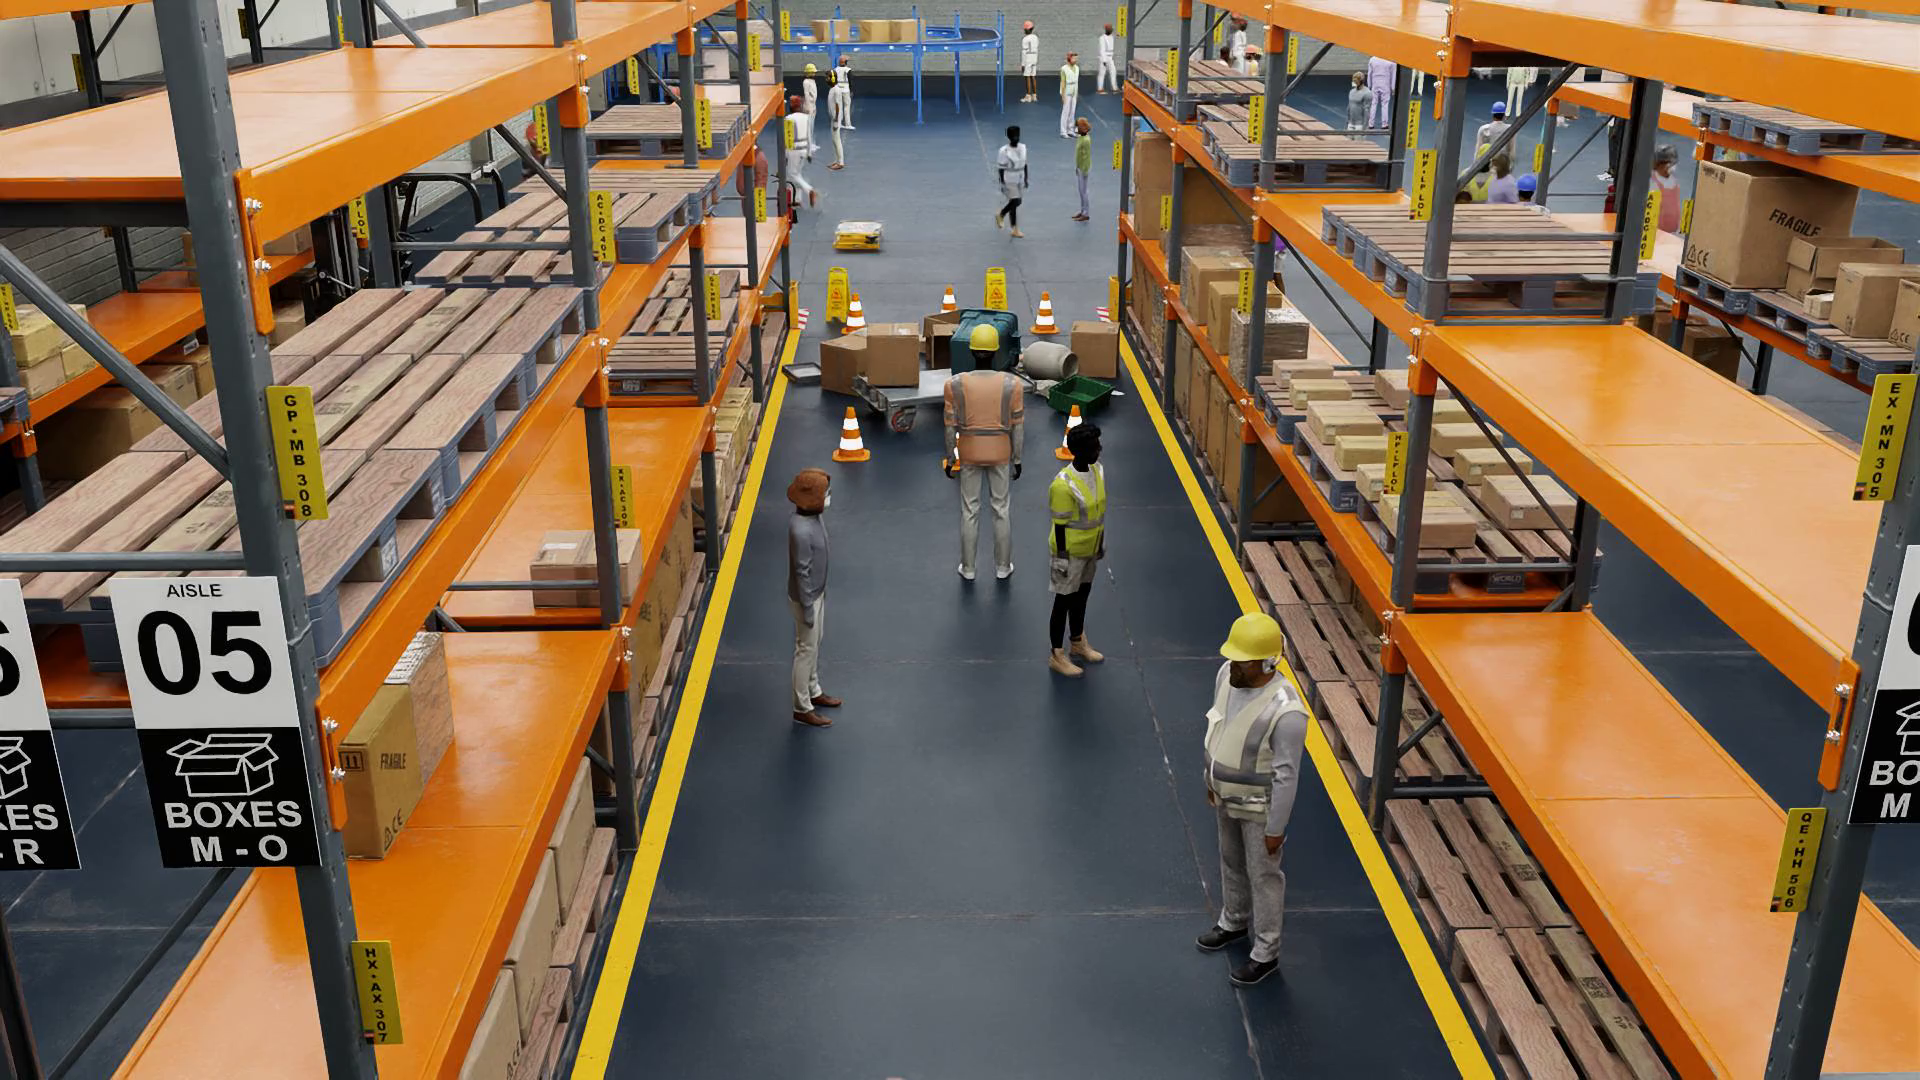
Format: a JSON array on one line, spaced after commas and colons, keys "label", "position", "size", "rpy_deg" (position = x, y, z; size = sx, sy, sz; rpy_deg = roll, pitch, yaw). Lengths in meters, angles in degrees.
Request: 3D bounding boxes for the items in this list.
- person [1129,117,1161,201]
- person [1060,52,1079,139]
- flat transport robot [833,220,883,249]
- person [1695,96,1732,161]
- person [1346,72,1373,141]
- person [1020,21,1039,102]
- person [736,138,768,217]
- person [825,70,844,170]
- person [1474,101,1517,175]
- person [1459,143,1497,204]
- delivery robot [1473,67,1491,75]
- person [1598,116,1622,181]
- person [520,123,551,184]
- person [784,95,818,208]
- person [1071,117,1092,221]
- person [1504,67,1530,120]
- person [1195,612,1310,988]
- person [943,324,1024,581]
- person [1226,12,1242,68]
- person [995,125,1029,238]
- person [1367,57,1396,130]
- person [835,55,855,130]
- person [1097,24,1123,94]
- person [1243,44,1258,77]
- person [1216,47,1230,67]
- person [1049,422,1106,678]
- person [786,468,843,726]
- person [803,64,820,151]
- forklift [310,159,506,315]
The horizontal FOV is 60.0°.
[{"label": "person", "position": [3.107, -6.703, 28.349], "size": [0.624, 1.844, 0.430], "rpy_deg": [-6, 21, -15]}, {"label": "person", "position": [2.377, -9.710, 36.304], "size": [0.386, 1.839, 0.572], "rpy_deg": [16, 26, 37]}, {"label": "flat transport robot", "position": [-1.515, -4.590, 24.949], "size": [0.652, 0.197, 1.431], "rpy_deg": [0, 21, 1]}, {"label": "person", "position": [14.967, -8.372, 32.678], "size": [0.736, 1.896, 0.604], "rpy_deg": [6, 21, 15]}, {"label": "person", "position": [7.361, -7.681, 30.820], "size": [0.381, 1.929, 0.636], "rpy_deg": [-9, 22, -21]}, {"label": "person", "position": [1.781, -12.406, 43.163], "size": [0.399, 2.039, 0.609], "rpy_deg": [16, 26, 36]}, {"label": "person", "position": [-2.874, -4.688, 22.936], "size": [0.410, 1.907, 0.642], "rpy_deg": [-11, 23, -27]}, {"label": "person", "position": [-2.415, -8.058, 31.913], "size": [0.331, 1.862, 0.501], "rpy_deg": [-7, 22, -17]}, {"label": "person", "position": [8.306, -5.827, 25.894], "size": [0.604, 1.944, 0.405], "rpy_deg": [2, 21, 5]}, {"label": "person", "position": [6.687, -4.178, 21.573], "size": [0.669, 1.914, 0.417], "rpy_deg": [10, 23, 24]}, {"label": "delivery robot", "position": [15.458, -13.979, 49.238], "size": [0.477, 0.478, 0.707], "rpy_deg": [-1, 21, -4]}, {"label": "person", "position": [12.061, -7.584, 30.574], "size": [0.371, 1.915, 0.597], "rpy_deg": [6, 21, 14]}, {"label": "person", "position": [-5.784, -4.706, 22.861], "size": [0.641, 1.986, 1.034], "rpy_deg": [10, 23, 25]}, {"label": "person", "position": [-2.649, -6.400, 27.505], "size": [0.702, 1.858, 0.582], "rpy_deg": [14, 25, 33]}, {"label": "person", "position": [1.960, -5.924, 26.594], "size": [0.281, 1.628, 0.503], "rpy_deg": [-3, 21, -7]}, {"label": "person", "position": [13.224, -10.801, 39.471], "size": [0.497, 1.633, 0.289], "rpy_deg": [5, 21, 14]}, {"label": "person", "position": [1.311, 1.162, 7.592], "size": [0.404, 1.826, 0.592], "rpy_deg": [-9, 22, -22]}, {"label": "person", "position": [0.173, -0.627, 12.168], "size": [0.584, 1.928, 0.367], "rpy_deg": [0, 21, -1]}, {"label": "person", "position": [7.795, -14.056, 47.502], "size": [0.396, 2.042, 0.611], "rpy_deg": [1, 21, 3]}, {"label": "person", "position": [0.759, -5.497, 25.381], "size": [0.533, 1.677, 0.676], "rpy_deg": [-19, 28, -41]}, {"label": "person", "position": [9.578, -10.298, 37.762], "size": [0.651, 1.904, 0.403], "rpy_deg": [12, 24, 29]}, {"label": "person", "position": [-2.639, -10.178, 37.814], "size": [0.523, 1.638, 0.311], "rpy_deg": [16, 26, 35]}, {"label": "person", "position": [4.053, -12.961, 44.876], "size": [0.903, 1.842, 0.595], "rpy_deg": [17, 27, 38]}, {"label": "person", "position": [6.420, -9.985, 36.886], "size": [0.365, 1.939, 0.542], "rpy_deg": [2, 21, 5]}, {"label": "person", "position": [5.755, -9.930, 36.794], "size": [0.403, 1.908, 0.599], "rpy_deg": [-5, 21, -14]}, {"label": "person", "position": [0.757, 0.049, 10.709], "size": [0.320, 1.693, 0.534], "rpy_deg": [14, 25, 33]}, {"label": "person", "position": [-0.893, 0.339, 10.040], "size": [0.295, 1.623, 0.507], "rpy_deg": [2, 21, 5]}, {"label": "person", "position": [-3.087, -8.976, 34.491], "size": [0.299, 1.745, 0.483], "rpy_deg": [4, 21, 11]}, {"label": "forklift", "position": [-5.622, -2.910, 17.832], "size": [2.313, 2.155, 1.214], "rpy_deg": [-1, 21, -1]}]
